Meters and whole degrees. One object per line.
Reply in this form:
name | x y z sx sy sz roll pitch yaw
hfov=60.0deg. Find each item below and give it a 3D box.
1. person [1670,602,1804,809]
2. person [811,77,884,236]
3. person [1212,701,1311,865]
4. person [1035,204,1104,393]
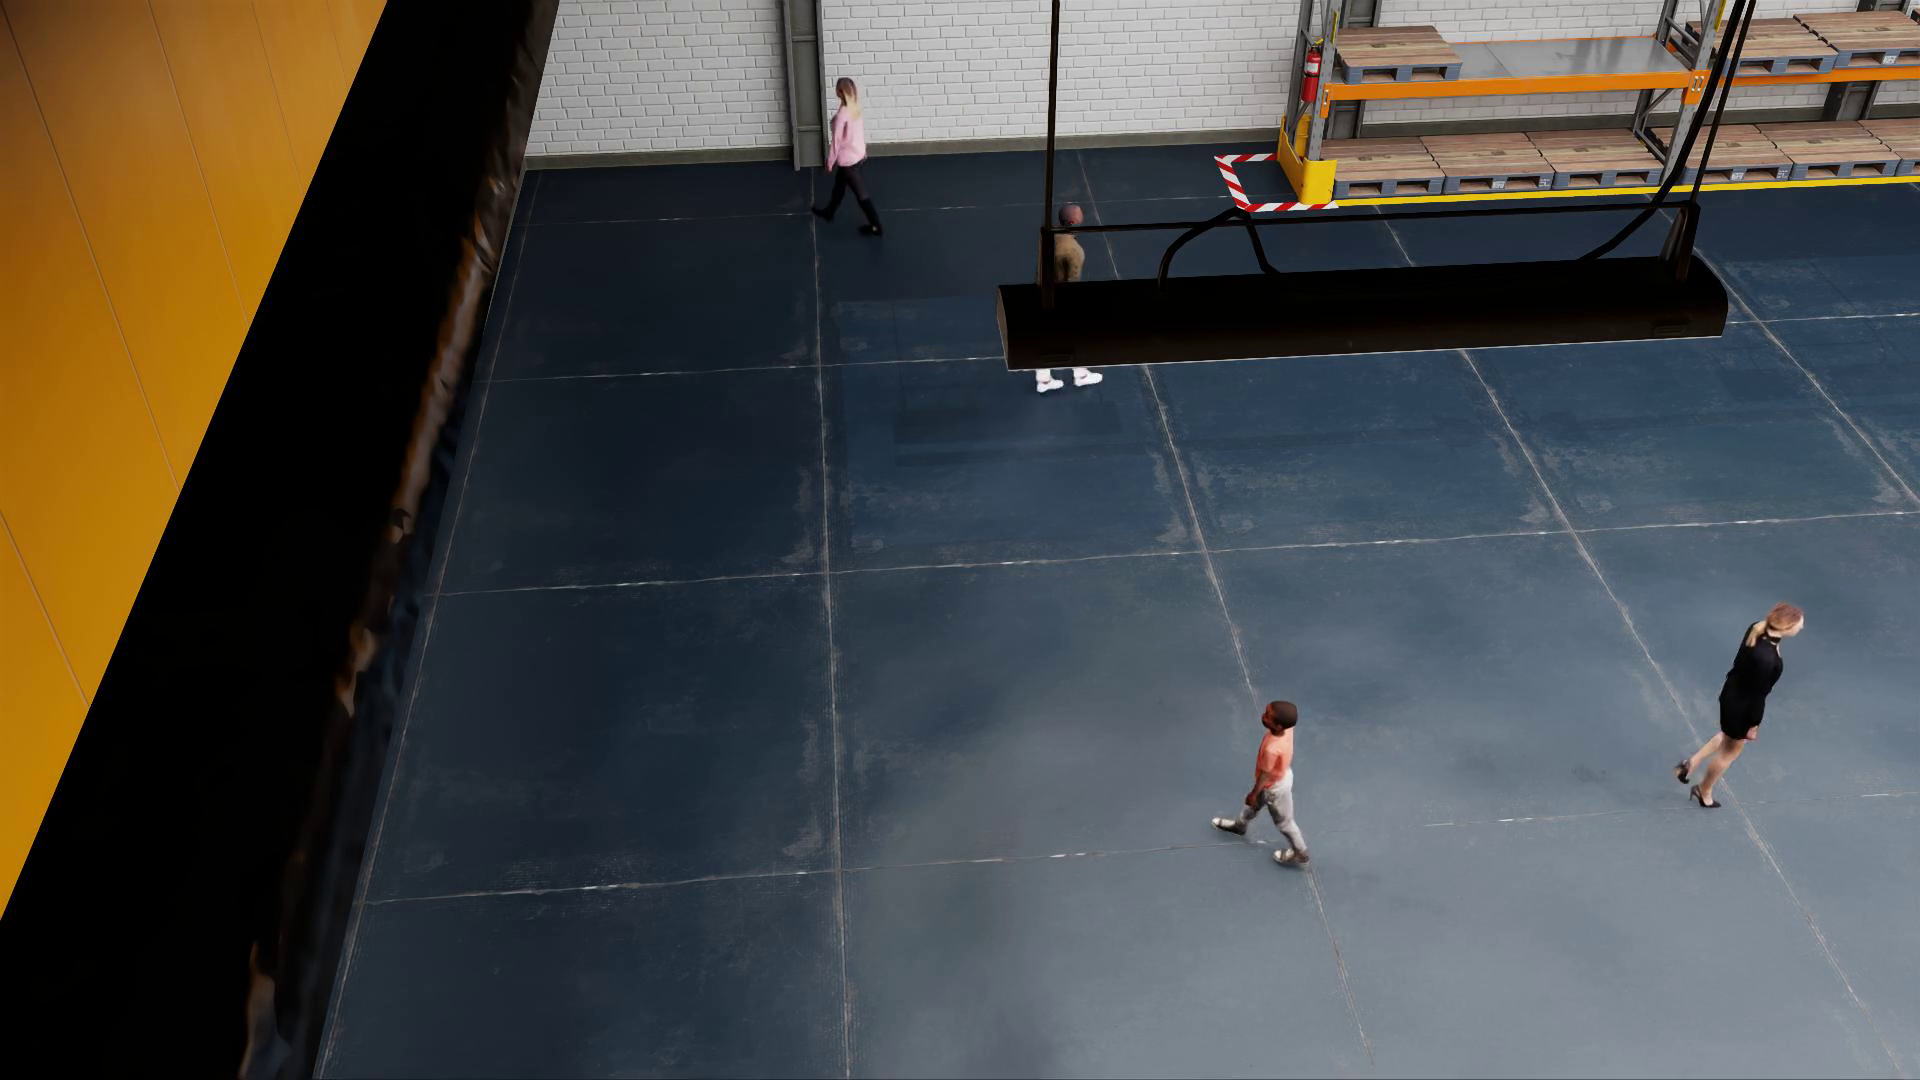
person | 4.889 1.058 10.594 0.747 1.749 0.676 6 39 7
person | -1.038 -3.822 16.793 1.175 1.640 0.956 15 41 18
person | 2.026 1.533 10.376 0.960 1.280 0.774 15 41 18
person | 0.812 -2.063 14.456 0.997 1.808 0.922 -22 44 -25
